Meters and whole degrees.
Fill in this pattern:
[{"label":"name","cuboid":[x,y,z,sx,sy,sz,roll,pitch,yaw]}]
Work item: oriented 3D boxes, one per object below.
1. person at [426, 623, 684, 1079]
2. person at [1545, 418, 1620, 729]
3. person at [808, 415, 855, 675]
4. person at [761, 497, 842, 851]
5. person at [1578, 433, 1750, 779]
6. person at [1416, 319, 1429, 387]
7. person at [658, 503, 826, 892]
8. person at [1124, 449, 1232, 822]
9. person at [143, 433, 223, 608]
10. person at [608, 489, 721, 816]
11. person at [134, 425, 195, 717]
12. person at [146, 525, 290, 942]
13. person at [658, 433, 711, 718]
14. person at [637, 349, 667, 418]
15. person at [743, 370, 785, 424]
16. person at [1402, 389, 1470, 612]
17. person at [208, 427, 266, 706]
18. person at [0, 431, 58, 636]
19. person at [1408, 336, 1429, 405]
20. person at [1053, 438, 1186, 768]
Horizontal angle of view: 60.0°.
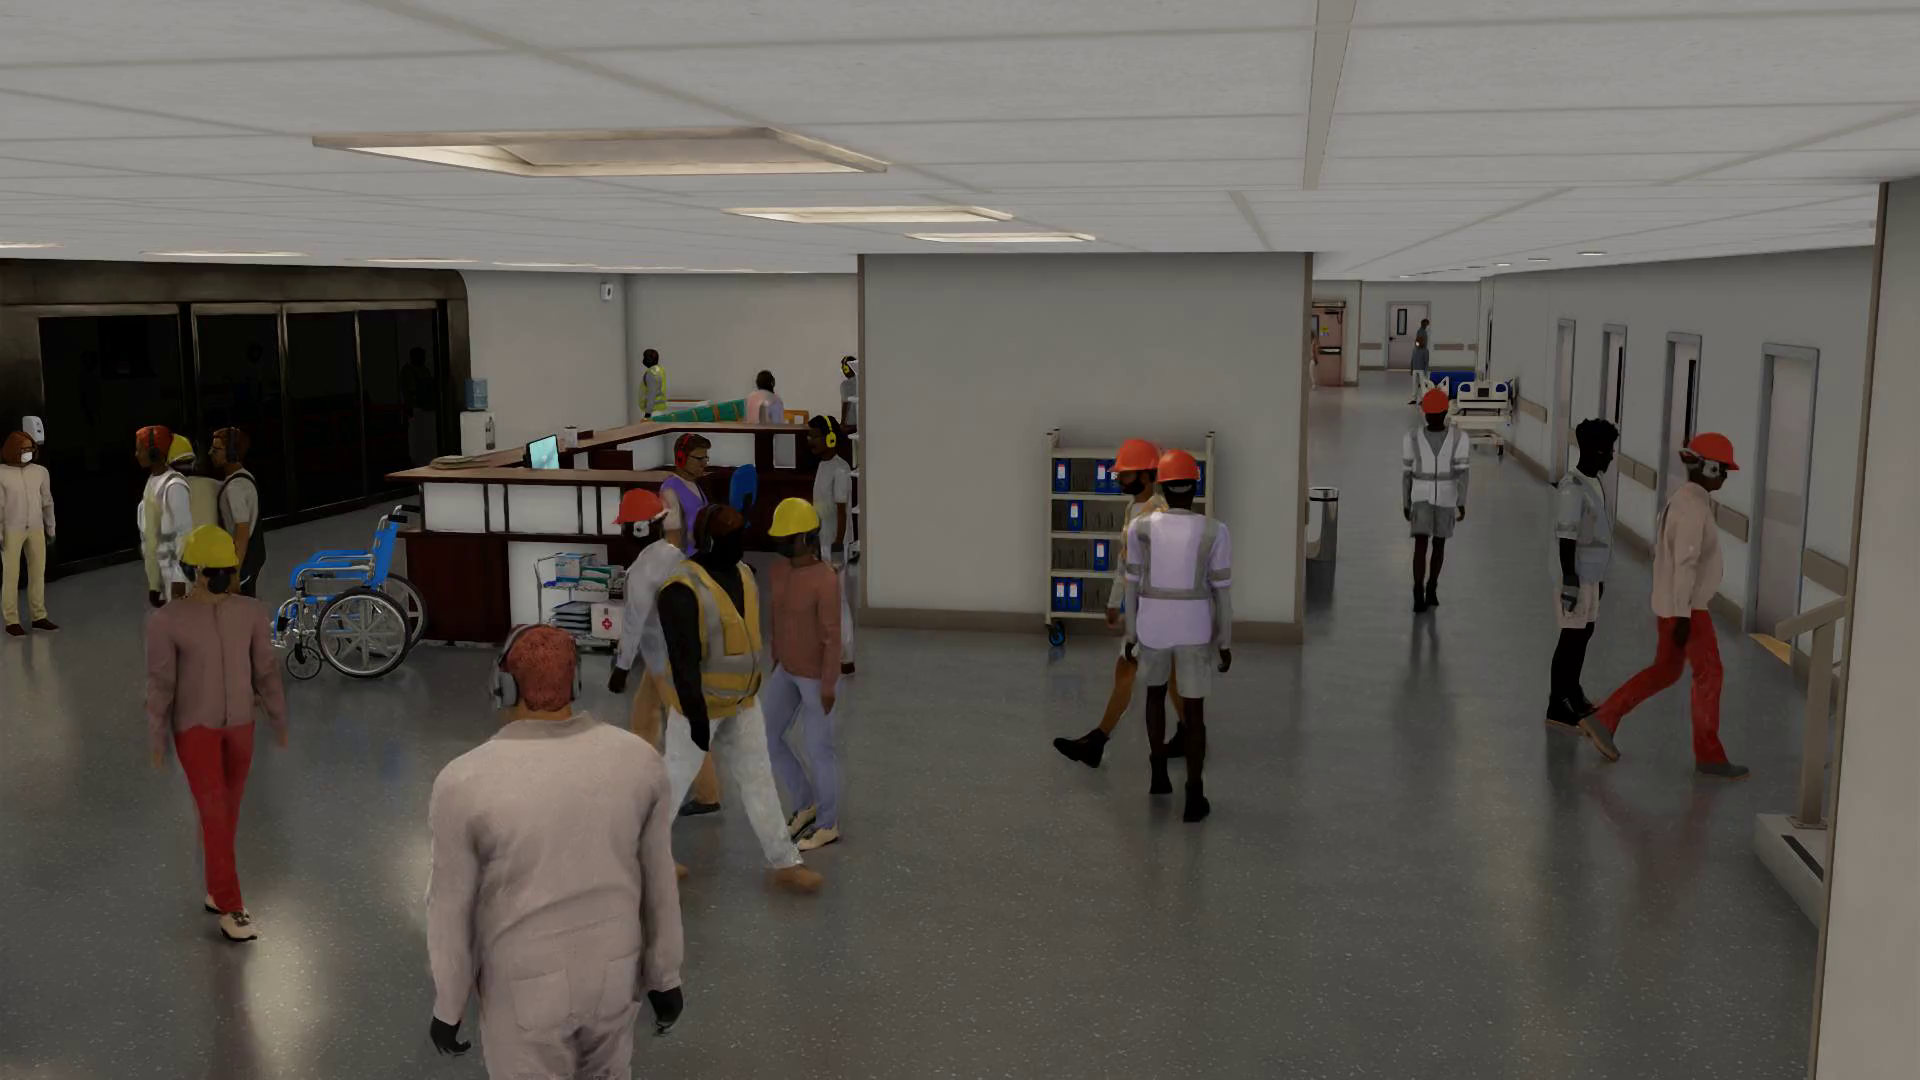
[{"label":"person","cuboid":[-1.027,1.171,4.381,0.665,1.877,0.794,-7,11,-39]},{"label":"person","cuboid":[3.890,0.207,10.407,0.386,1.952,0.614,6,10,35]},{"label":"person","cuboid":[-0.923,0.040,11.824,0.326,1.862,0.511,-3,9,-20]},{"label":"person","cuboid":[-0.763,0.655,8.090,0.402,1.748,0.553,-8,12,-44]},{"label":"person","cuboid":[4.029,0.355,9.470,0.870,1.950,0.633,3,9,16]},{"label":"person","cuboid":[12.965,-5.242,46.657,0.386,1.927,0.641,3,9,17]},{"label":"person","cuboid":[-1.116,0.718,7.563,0.982,1.790,0.647,5,10,29]},{"label":"person","cuboid":[1.143,0.482,8.725,0.567,1.905,0.636,2,9,14]},{"label":"person","cuboid":[-4.973,0.215,10.765,0.468,1.818,0.599,5,10,31]},{"label":"person","cuboid":[-1.620,0.591,8.648,0.814,1.707,0.571,0,9,2]},{"label":"person","cuboid":[-5.081,0.198,10.695,0.357,1.881,0.574,-7,11,-39]},{"label":"person","cuboid":[-3.085,0.810,7.052,0.711,1.741,0.547,6,10,35]},{"label":"person","cuboid":[-1.752,0.238,10.578,0.388,1.837,0.564,1,9,3]},{"label":"person","cuboid":[-4.678,-1.978,25.272,0.429,1.844,0.622,0,9,3]},{"label":"person","cuboid":[-2.294,-1.059,19.310,0.587,1.818,0.698,-7,11,-39]},{"label":"person","cuboid":[4.037,-0.325,14.141,0.548,1.890,0.931,2,9,12]},{"label":"person","cuboid":[-4.752,0.178,10.942,0.345,1.846,0.508,-3,9,-21]},{"label":"person","cuboid":[-7.447,-0.055,13.239,0.285,1.627,0.504,5,10,29]},{"label":"person","cuboid":[10.919,-4.028,39.557,0.283,1.633,0.497,-6,11,-36]},{"label":"person","cuboid":[0.993,0.363,9.576,0.975,1.884,0.575,-1,9,-9]}]
